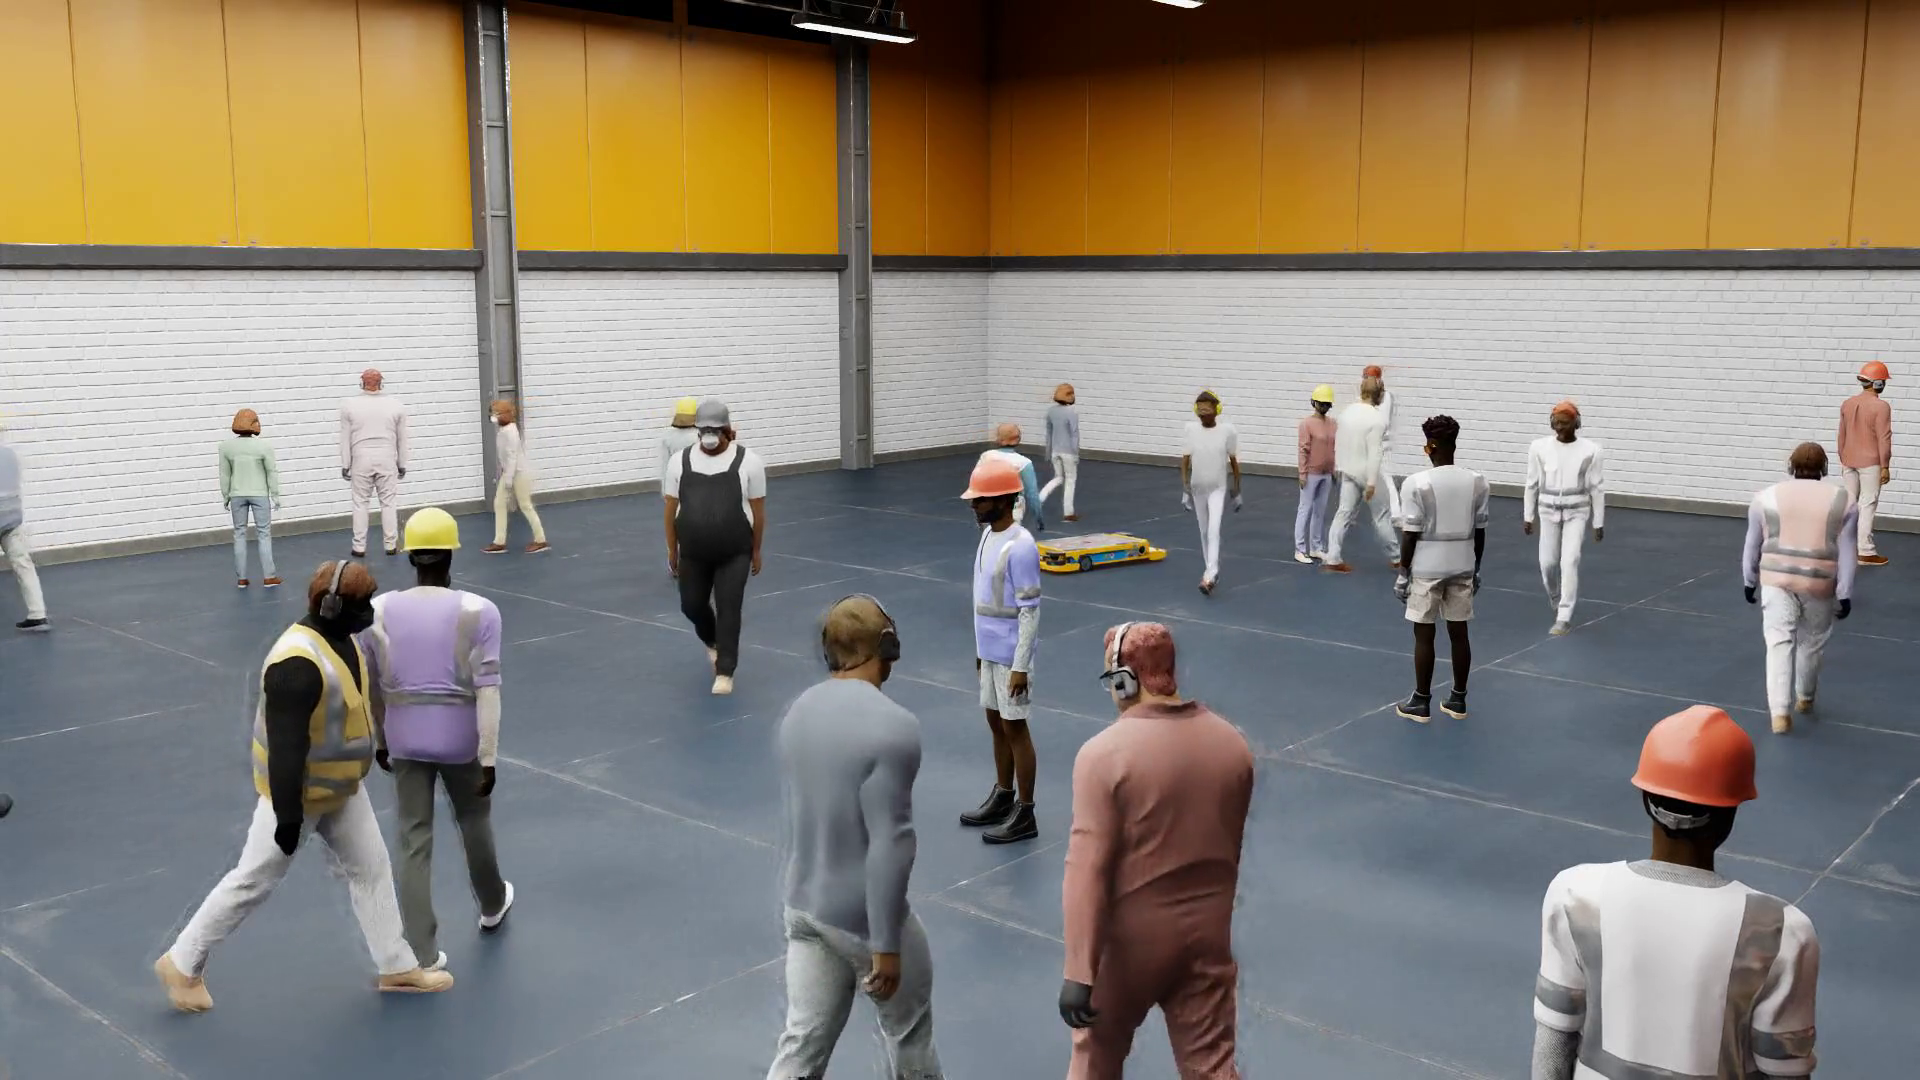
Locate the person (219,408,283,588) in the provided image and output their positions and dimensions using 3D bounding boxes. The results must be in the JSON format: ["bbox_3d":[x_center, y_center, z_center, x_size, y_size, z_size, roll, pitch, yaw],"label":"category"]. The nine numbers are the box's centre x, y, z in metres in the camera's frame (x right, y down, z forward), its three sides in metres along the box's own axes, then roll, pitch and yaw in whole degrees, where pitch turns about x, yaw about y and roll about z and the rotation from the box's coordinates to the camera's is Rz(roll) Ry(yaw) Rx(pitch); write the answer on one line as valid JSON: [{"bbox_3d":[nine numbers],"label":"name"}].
[{"bbox_3d":[-6.447,-0.379,15.115,0.507,1.631,0.266,-1,9,-5],"label":"person"}]

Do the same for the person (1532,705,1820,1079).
[{"bbox_3d":[1.516,1.306,3.579,0.549,1.936,0.376,6,11,32],"label":"person"}]

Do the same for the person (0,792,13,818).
[{"bbox_3d":[-5.236,0.607,8.170,0.562,1.888,1.011,2,9,11],"label":"person"}]

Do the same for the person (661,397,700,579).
[{"bbox_3d":[-2.464,-0.449,15.260,0.488,1.729,0.375,2,9,14],"label":"person"}]

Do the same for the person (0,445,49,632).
[{"bbox_3d":[-7.713,-0.148,13.207,1.001,1.769,0.603,3,9,16],"label":"person"}]

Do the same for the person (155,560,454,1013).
[{"bbox_3d":[-2.597,0.947,6.422,1.063,1.772,0.645,0,9,-1],"label":"person"}]

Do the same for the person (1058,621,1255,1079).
[{"bbox_3d":[0.548,1.163,4.850,0.717,1.836,1.021,-5,10,-29],"label":"person"}]

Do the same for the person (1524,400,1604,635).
[{"bbox_3d":[4.855,-0.206,13.338,0.609,1.858,0.752,5,10,29],"label":"person"}]

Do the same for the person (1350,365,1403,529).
[{"bbox_3d":[4.658,-1.044,18.687,0.579,1.838,0.997,-4,10,-23],"label":"person"}]

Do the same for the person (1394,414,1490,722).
[{"bbox_3d":[3.045,0.184,10.559,0.602,1.959,0.368,-2,9,-14],"label":"person"}]

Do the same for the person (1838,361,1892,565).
[{"bbox_3d":[8.900,-0.755,16.341,0.379,1.996,0.609,-2,9,-14],"label":"person"}]

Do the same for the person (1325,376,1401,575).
[{"bbox_3d":[3.904,-0.610,15.773,0.992,1.881,0.648,-4,10,-24],"label":"person"}]

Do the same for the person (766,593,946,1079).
[{"bbox_3d":[-0.272,1.109,5.014,0.982,1.875,0.683,-9,12,-43],"label":"person"}]

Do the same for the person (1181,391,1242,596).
[{"bbox_3d":[2.217,-0.416,14.813,0.509,1.804,1.025,4,10,22],"label":"person"}]

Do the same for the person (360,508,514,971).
[{"bbox_3d":[-2.154,0.805,6.898,0.593,1.883,0.941,-1,9,-4],"label":"person"}]

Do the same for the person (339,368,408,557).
[{"bbox_3d":[-5.917,-0.778,16.798,0.649,1.904,0.398,-5,10,-26],"label":"person"}]

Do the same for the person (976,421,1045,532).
[{"bbox_3d":[0.410,-0.174,13.809,0.534,1.622,0.470,8,12,42],"label":"person"}]

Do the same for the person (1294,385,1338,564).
[{"bbox_3d":[3.540,-0.651,16.410,0.533,1.765,0.322,-7,11,-37],"label":"person"}]

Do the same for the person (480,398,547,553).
[{"bbox_3d":[-4.556,-0.638,16.831,0.765,1.596,0.519,-6,11,-33],"label":"person"}]

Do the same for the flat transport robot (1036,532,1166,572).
[{"bbox_3d":[1.274,0.110,16.308,1.431,0.197,0.652,-7,11,-36],"label":"flat transport robot"}]

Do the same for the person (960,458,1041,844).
[{"bbox_3d":[0.191,0.551,8.329,0.377,1.932,0.551,-3,10,-20],"label":"person"}]

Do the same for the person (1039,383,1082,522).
[{"bbox_3d":[1.141,-0.989,19.006,0.565,1.618,0.504,-7,12,-39],"label":"person"}]

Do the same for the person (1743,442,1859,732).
[{"bbox_3d":[5.297,0.275,10.516,0.645,1.785,0.974,5,10,30],"label":"person"}]

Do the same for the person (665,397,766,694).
[{"bbox_3d":[-1.672,0.003,11.440,0.697,2.000,0.724,0,9,3],"label":"person"}]
